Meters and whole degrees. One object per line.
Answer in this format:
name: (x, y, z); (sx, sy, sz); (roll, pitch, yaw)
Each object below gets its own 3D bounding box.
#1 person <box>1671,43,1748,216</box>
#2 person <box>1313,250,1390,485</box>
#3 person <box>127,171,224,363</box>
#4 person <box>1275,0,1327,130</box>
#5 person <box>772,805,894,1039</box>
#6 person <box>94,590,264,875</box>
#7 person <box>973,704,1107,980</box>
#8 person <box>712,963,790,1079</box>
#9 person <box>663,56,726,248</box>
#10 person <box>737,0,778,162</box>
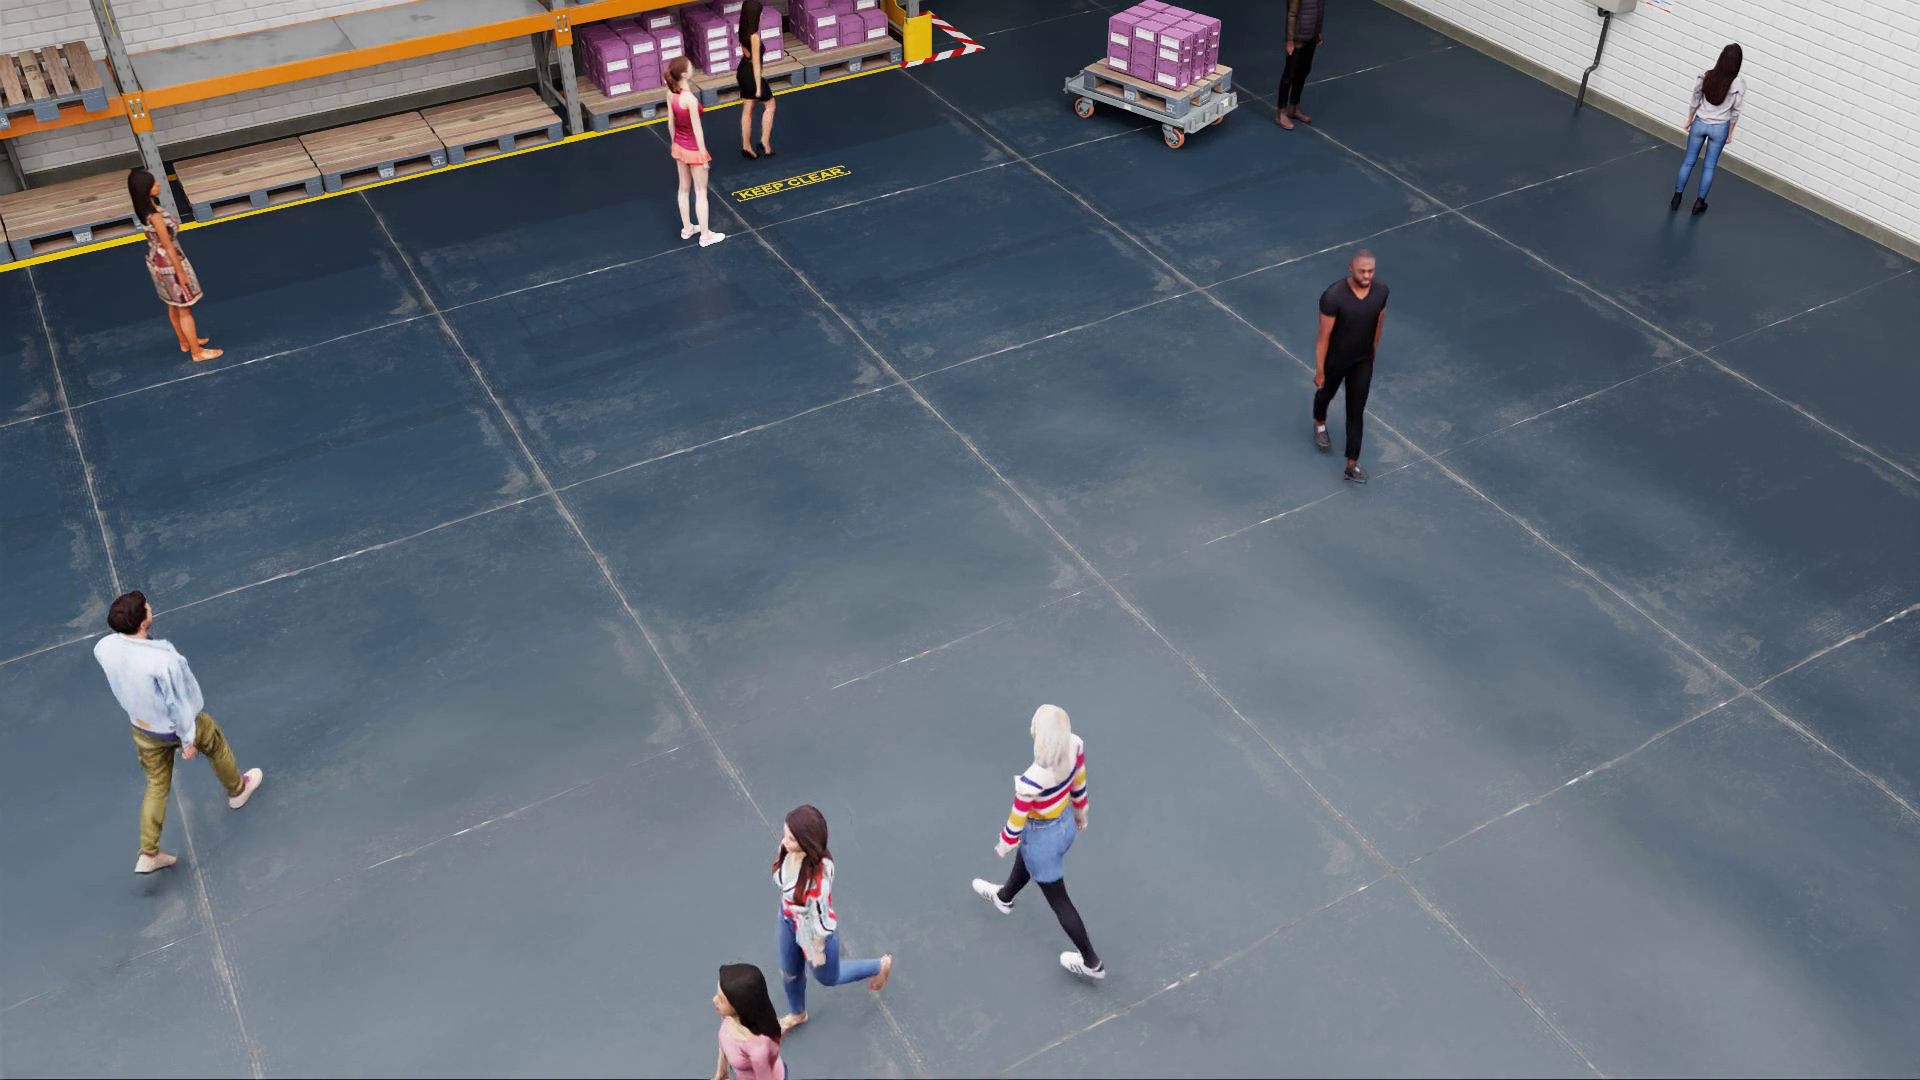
person: (6.988, -3.833, 15.498); (0.676, 1.635, 0.663); (22, 44, 26)
person: (2.817, -1.367, 12.303); (1.228, 1.769, 1.052); (-5, 39, -6)
person: (-6.421, -2.227, 13.479); (0.592, 1.645, 0.688); (-28, 47, -31)
person: (3.495, -5.141, 16.975); (0.566, 1.835, 0.785); (-27, 46, -30)
person: (-0.687, 1.900, 8.351); (0.967, 1.595, 0.665); (-25, 45, -28)
person: (-4.467, 1.087, 9.230); (1.193, 1.769, 1.248); (9, 39, 11)
person: (0.519, 1.593, 8.604); (1.021, 1.759, 1.198); (26, 45, 29)
person: (-0.820, 2.471, 7.557); (1.173, 1.693, 0.699); (-14, 41, -16)
person: (-2.444, -3.517, 15.007); (0.635, 1.753, 0.641); (29, 47, 31)
person: (-2.110, -4.466, 16.293); (0.643, 1.631, 0.615); (-27, 46, -30)
